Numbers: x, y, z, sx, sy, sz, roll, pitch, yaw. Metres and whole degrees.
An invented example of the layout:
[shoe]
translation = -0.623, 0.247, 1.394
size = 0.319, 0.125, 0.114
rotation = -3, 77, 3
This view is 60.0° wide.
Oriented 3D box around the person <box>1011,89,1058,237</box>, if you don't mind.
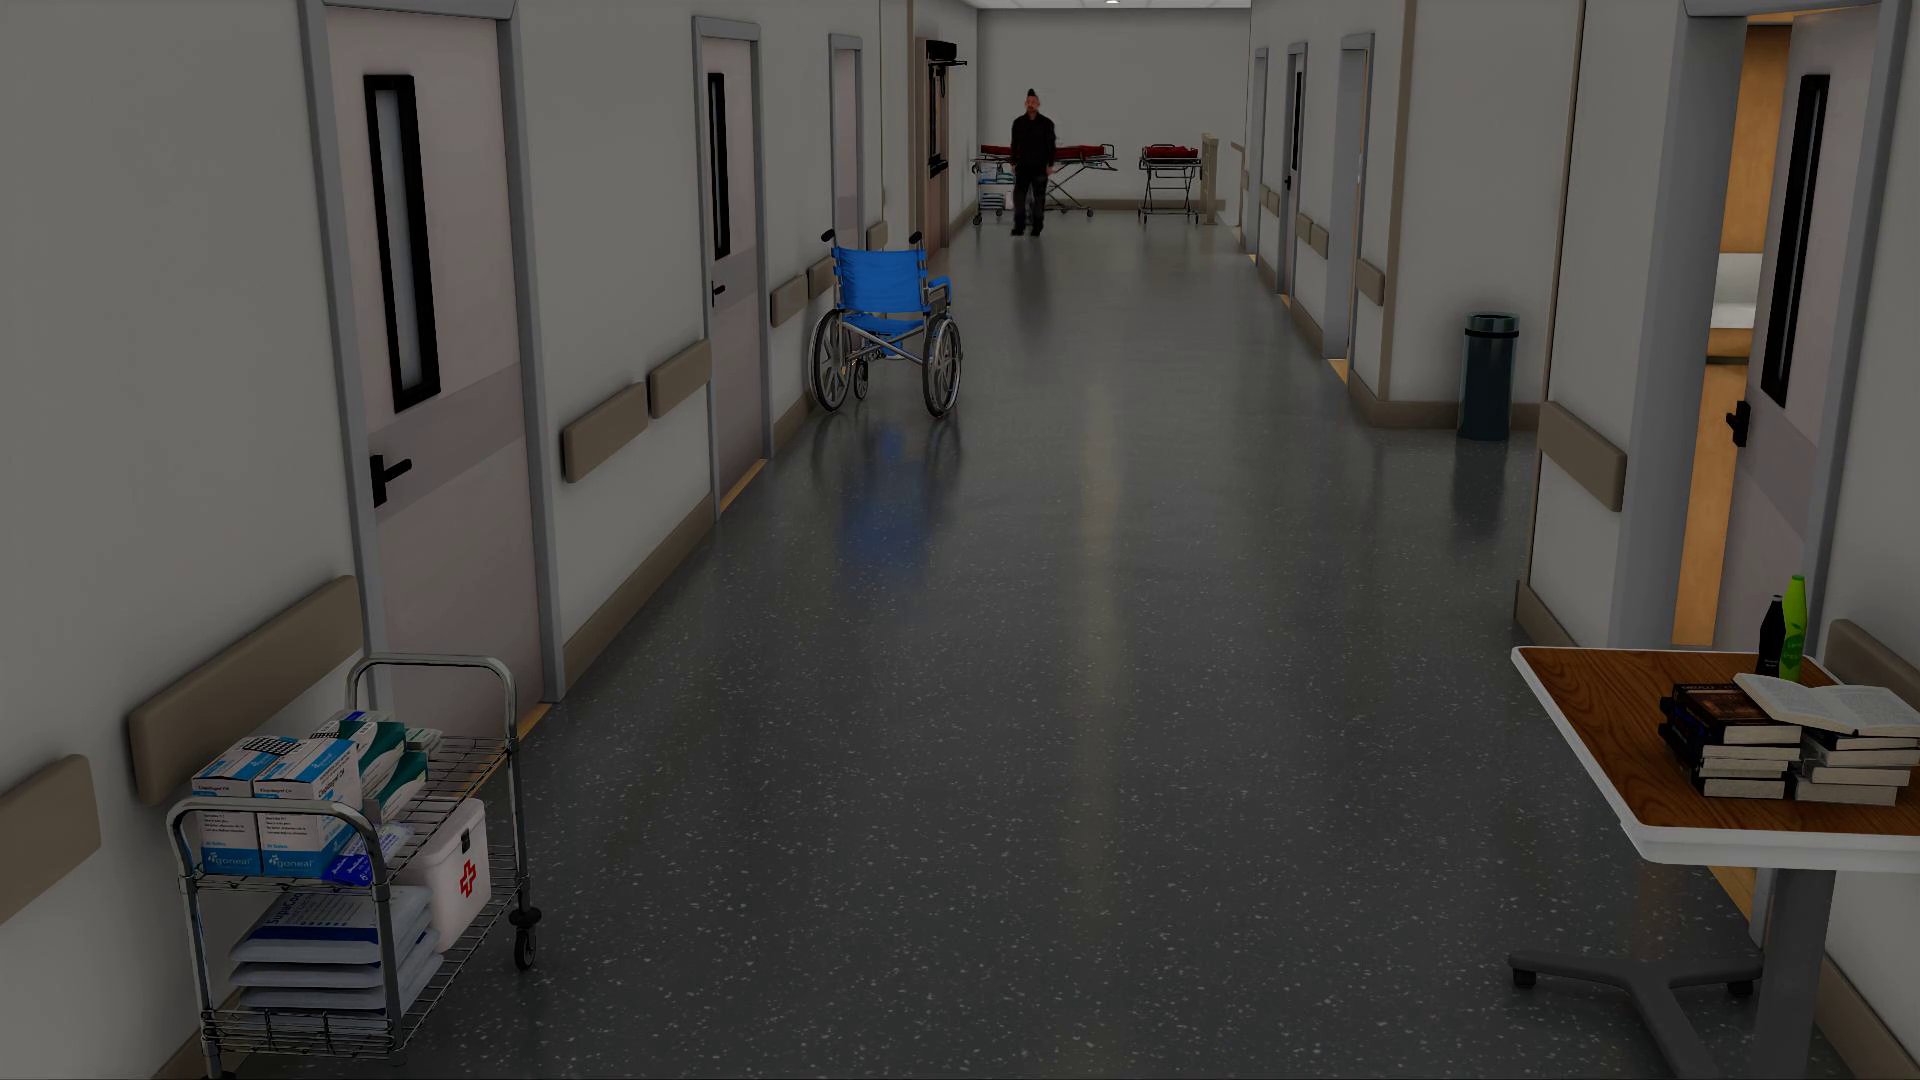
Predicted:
[person]
translation = 0.947, -4.824, 21.331
size = 0.868, 1.847, 0.922
rotation = 5, 16, 16
